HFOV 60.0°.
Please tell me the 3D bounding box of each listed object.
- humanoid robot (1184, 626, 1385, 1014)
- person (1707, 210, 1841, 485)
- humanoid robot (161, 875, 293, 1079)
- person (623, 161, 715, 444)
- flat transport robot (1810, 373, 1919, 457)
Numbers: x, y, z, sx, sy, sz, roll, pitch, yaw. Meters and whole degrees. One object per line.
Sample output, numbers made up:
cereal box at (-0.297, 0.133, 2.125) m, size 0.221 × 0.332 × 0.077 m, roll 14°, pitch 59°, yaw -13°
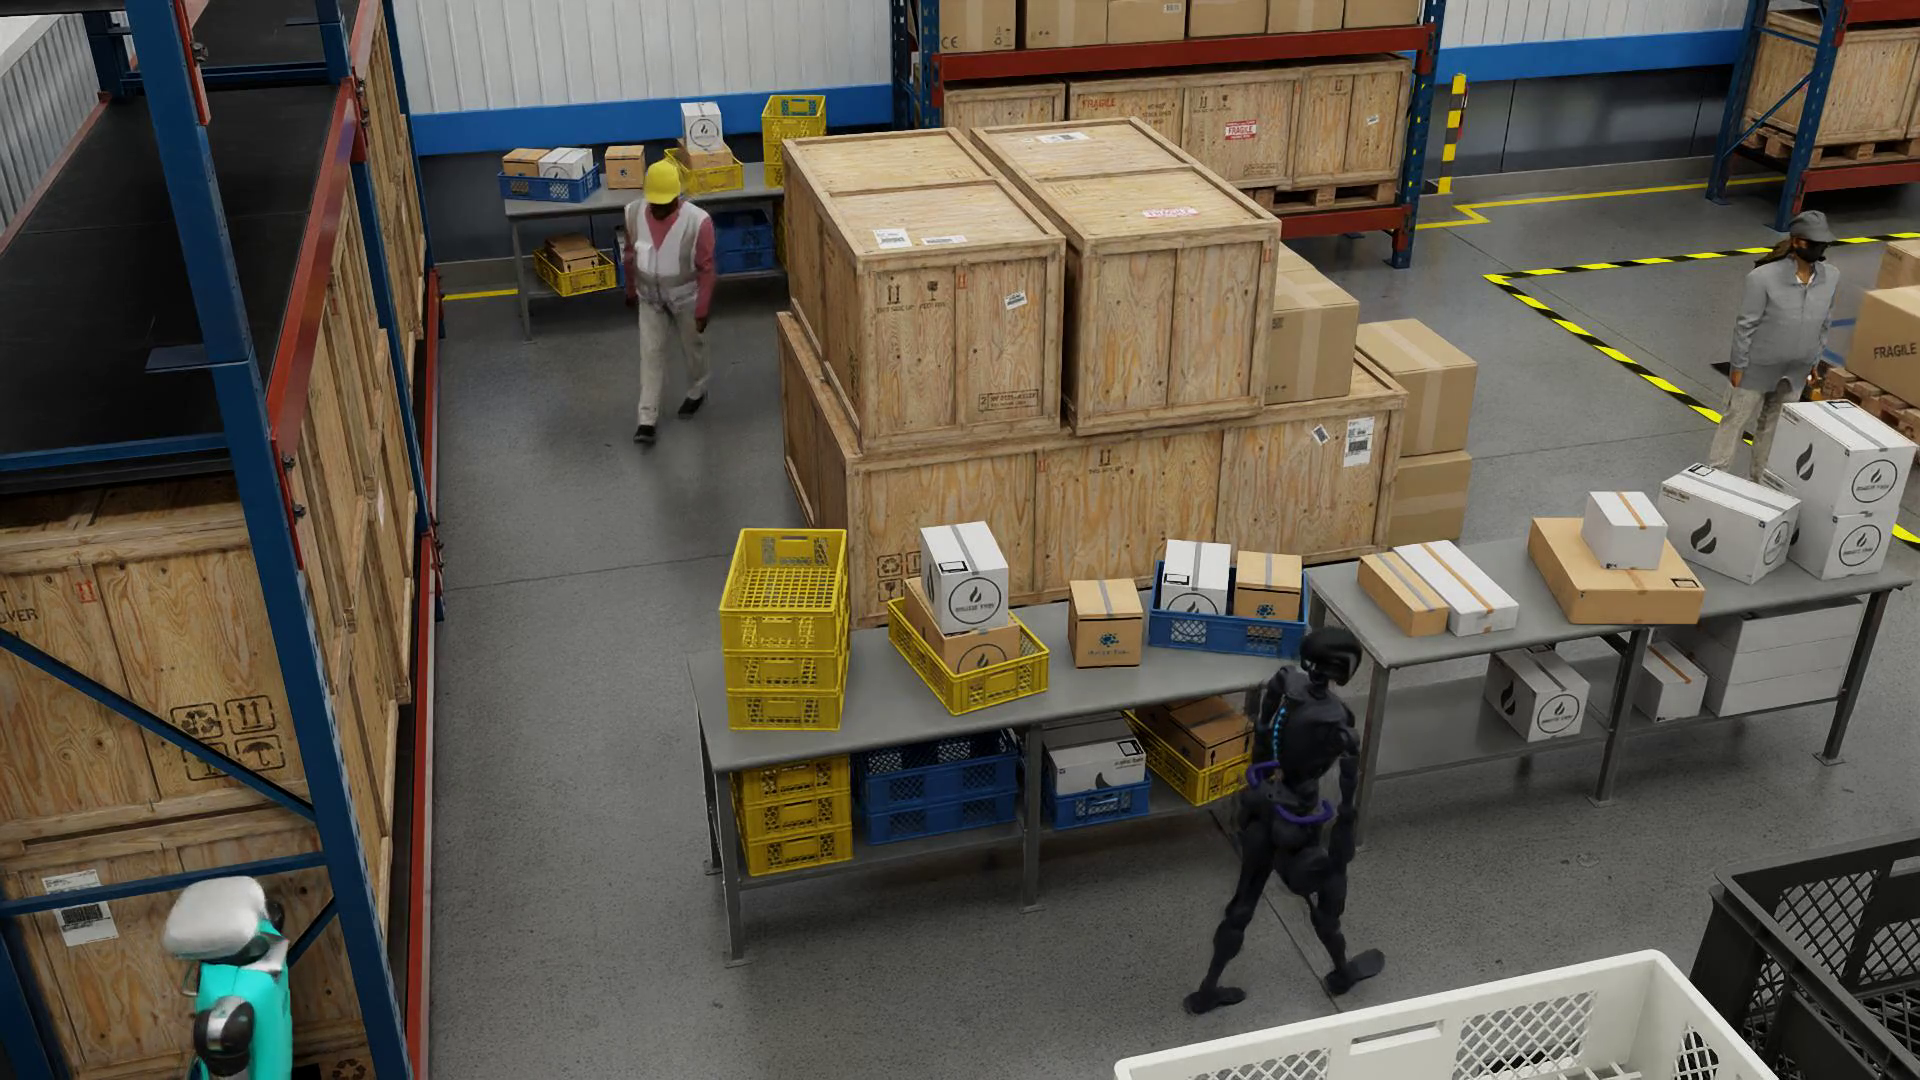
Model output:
humanoid robot at (1.205, 0.990, 5.903) m, size 0.775 × 1.627 × 0.608 m, roll -12°, pitch 31°, yaw -21°
person at (4.576, -0.998, 9.371) m, size 0.564 × 1.769 × 0.396 m, roll -4°, pitch 29°, yaw -8°
humanoid robot at (-2.097, 1.728, 4.520) m, size 0.767 × 1.839 × 0.550 m, roll -5°, pitch 29°, yaw -9°
person at (-1.813, -1.472, 10.229) m, size 0.643 × 1.760 × 0.916 m, roll 5°, pitch 29°, yaw 9°
flat transport robot at (6.100, -0.715, 10.386) m, size 0.652 × 0.197 × 1.431 m, roll -7°, pitch 30°, yaw -13°
